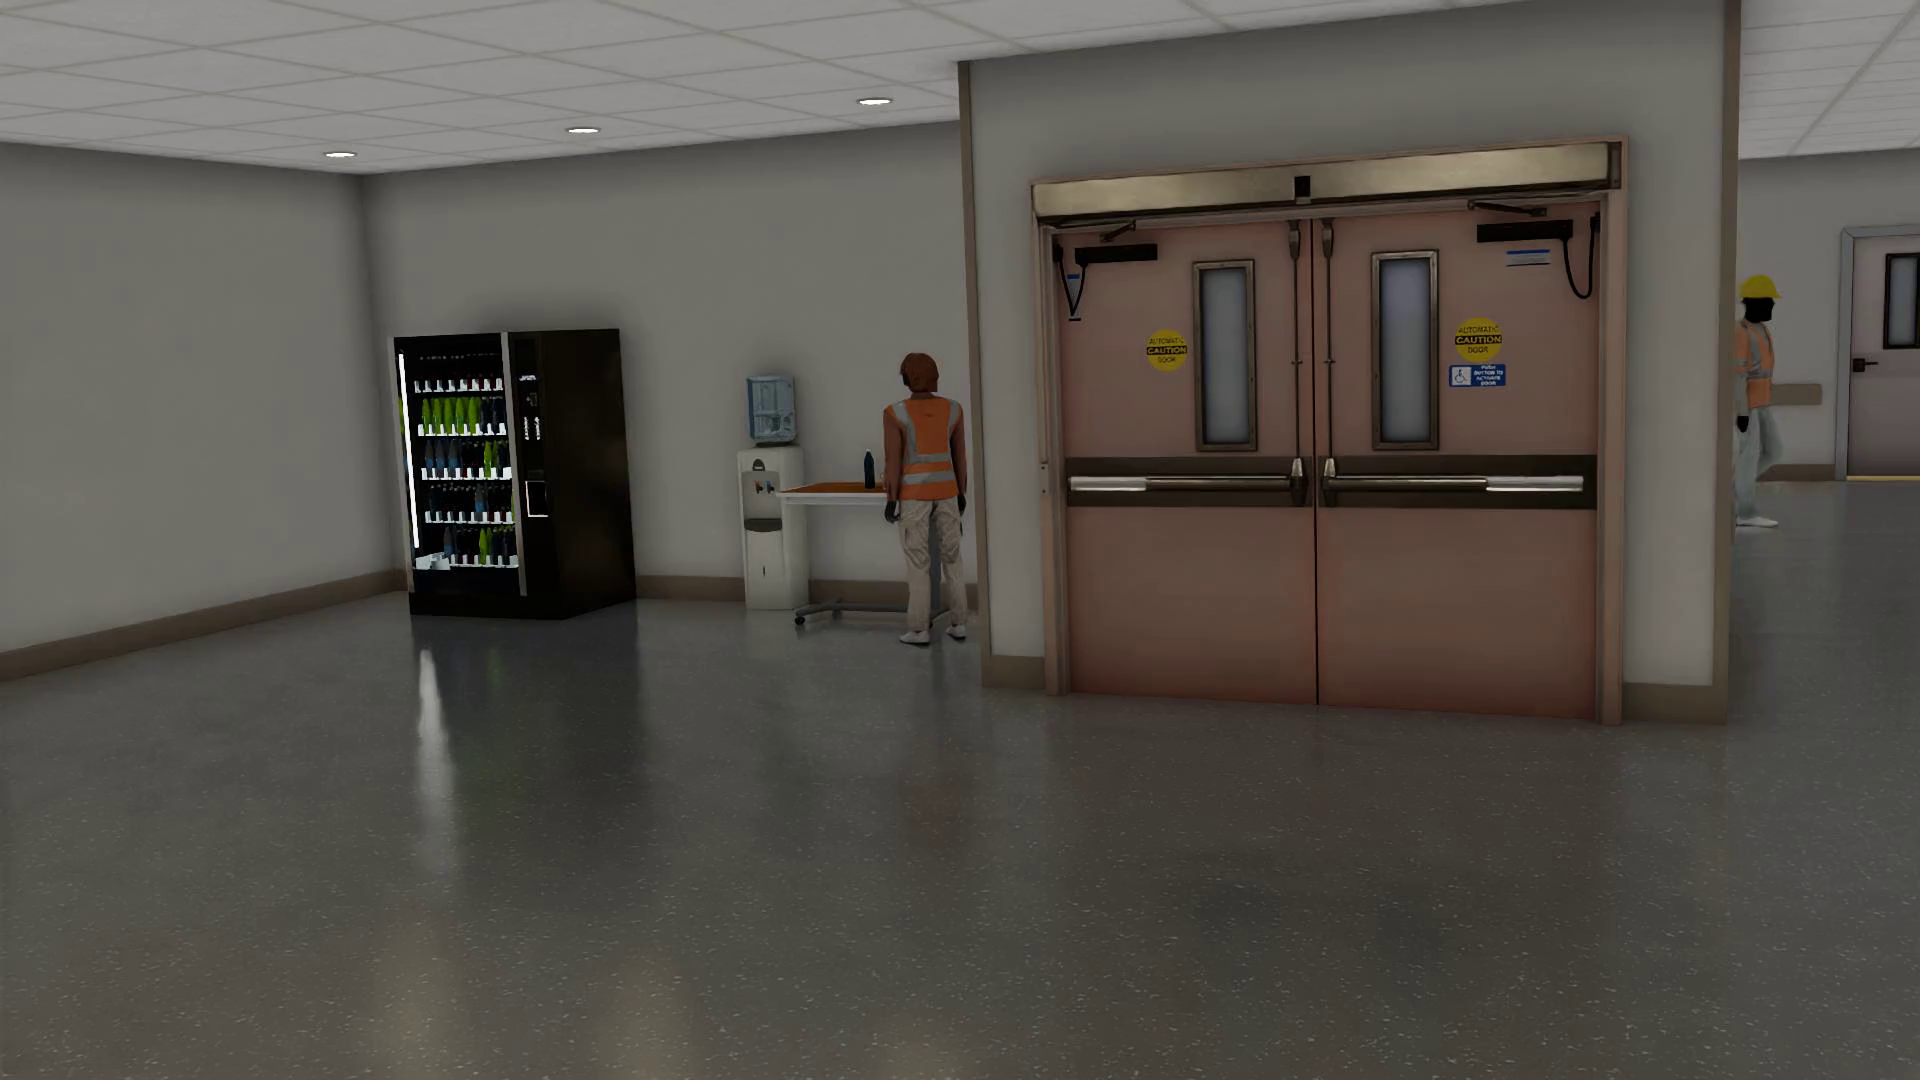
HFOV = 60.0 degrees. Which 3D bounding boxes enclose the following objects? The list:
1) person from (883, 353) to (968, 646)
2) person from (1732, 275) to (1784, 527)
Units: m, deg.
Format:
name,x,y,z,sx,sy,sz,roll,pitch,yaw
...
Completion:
name,x,y,z,sx,sy,sz,roll,pitch,yaw
person,-0.185,-0.228,9.326,0.523,1.638,0.310,-6,8,-28
person,6.019,-1.046,12.624,0.420,1.916,0.606,4,10,42
